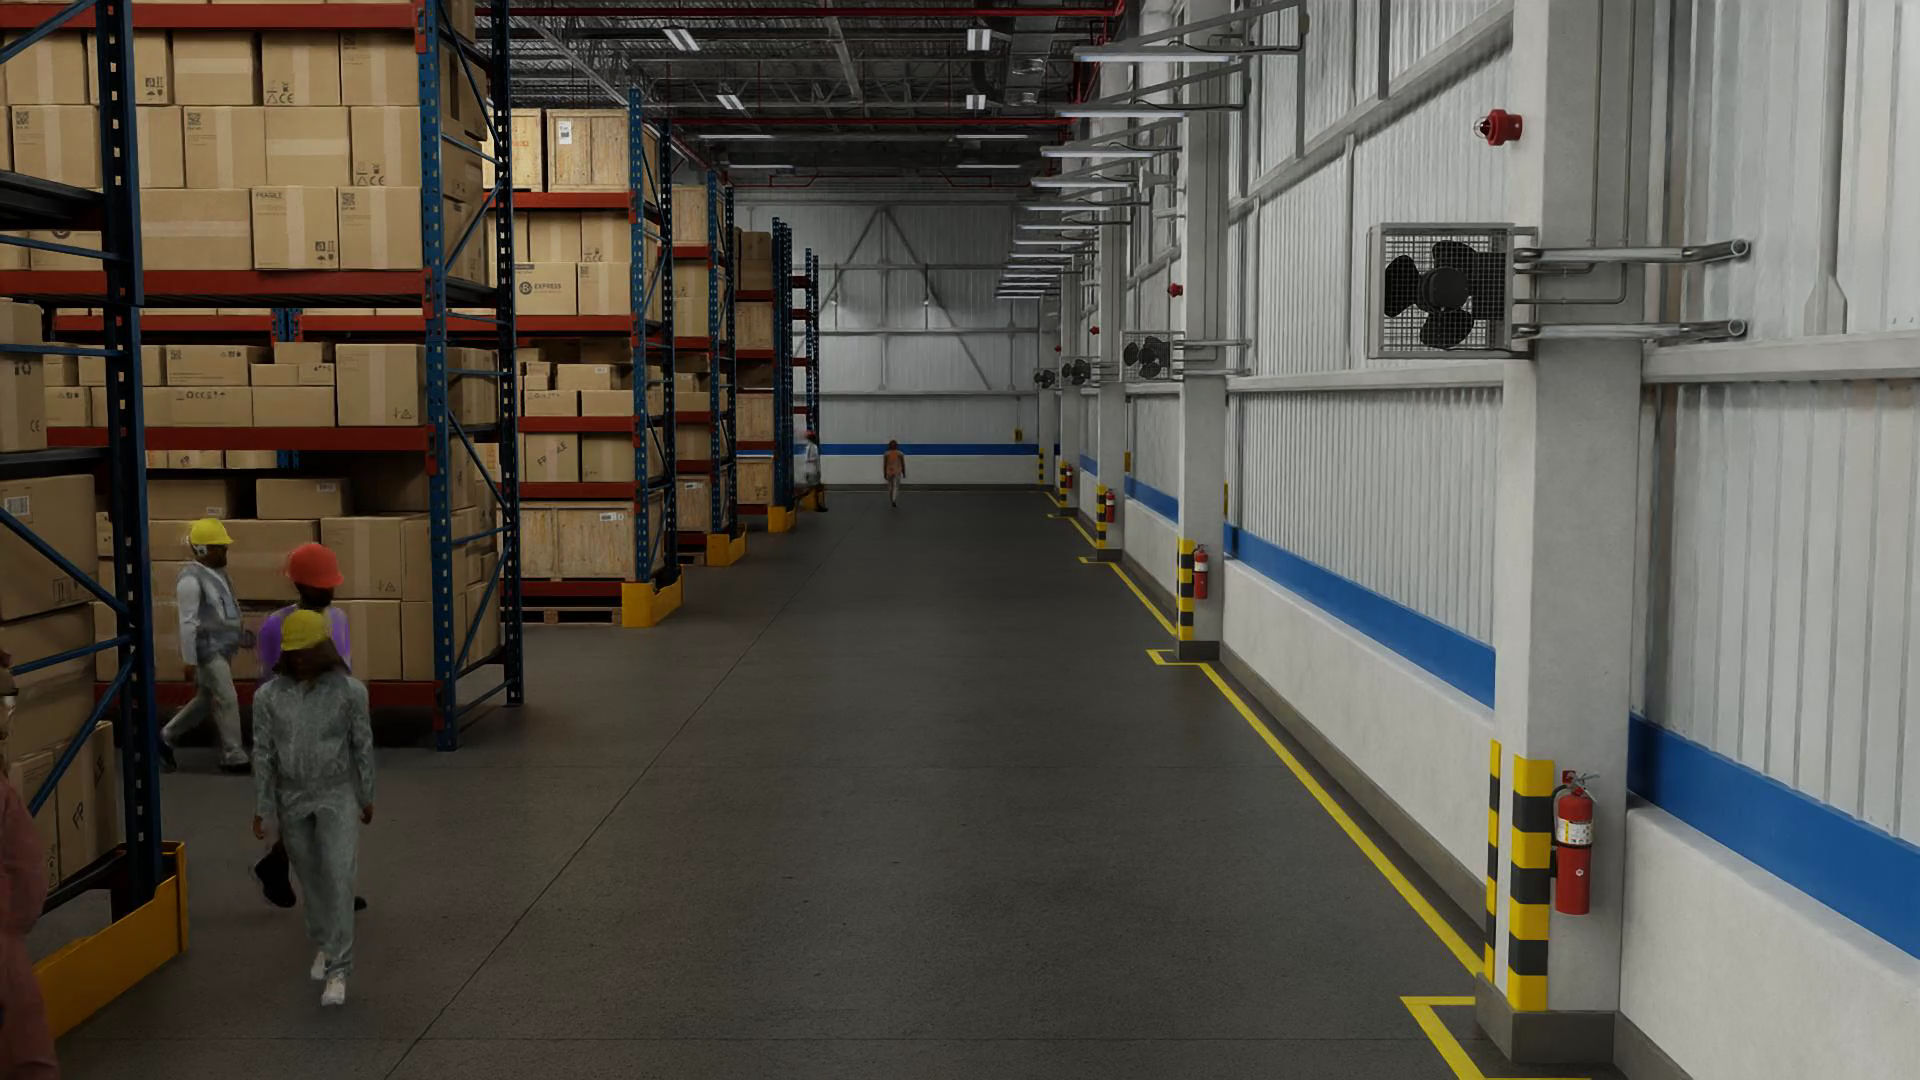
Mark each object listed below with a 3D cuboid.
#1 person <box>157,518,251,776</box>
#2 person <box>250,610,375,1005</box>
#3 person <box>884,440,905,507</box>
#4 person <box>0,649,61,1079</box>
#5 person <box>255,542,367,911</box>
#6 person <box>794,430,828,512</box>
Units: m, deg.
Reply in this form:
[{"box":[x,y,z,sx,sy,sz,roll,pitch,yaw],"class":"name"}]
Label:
[{"box":[-5.238,0.741,11.484,0.812,1.808,0.599,0,5,-4],"class":"person"},{"box":[-2.827,1.157,7.240,0.489,1.700,0.886,-1,5,-11],"class":"person"},{"box":[-1.589,-1.600,39.804,0.513,1.613,0.742,1,5,13],"class":"person"},{"box":[-3.006,1.259,4.994,0.644,1.887,0.561,5,7,43],"class":"person"},{"box":[-3.255,0.955,8.357,0.511,1.913,0.633,2,5,20],"class":"person"},{"box":[-3.431,-1.559,37.791,0.763,1.888,0.584,-2,5,-17],"class":"person"}]
